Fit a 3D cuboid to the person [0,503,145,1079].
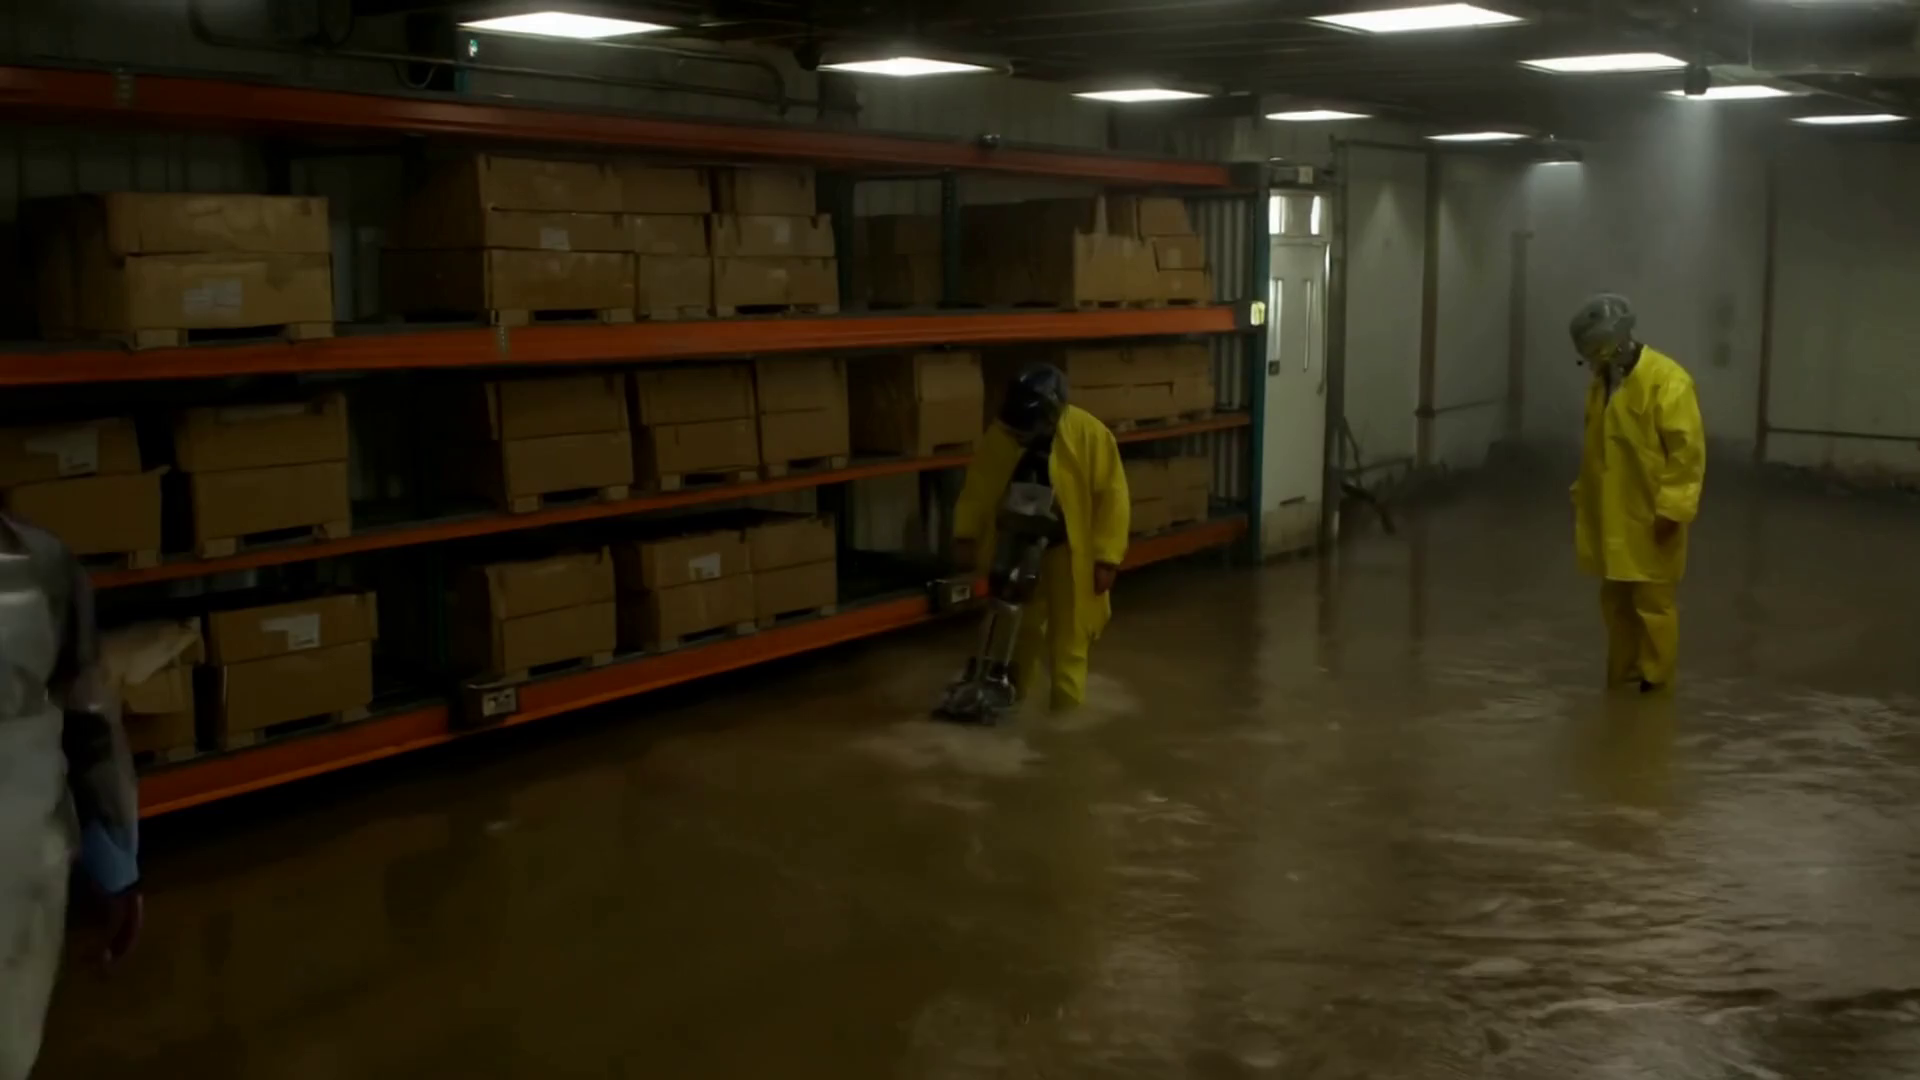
[{"bbox_3d":[-1.823,0.588,2.942,0.945,1.863,0.648,8,13,38],"label":"person"}]
